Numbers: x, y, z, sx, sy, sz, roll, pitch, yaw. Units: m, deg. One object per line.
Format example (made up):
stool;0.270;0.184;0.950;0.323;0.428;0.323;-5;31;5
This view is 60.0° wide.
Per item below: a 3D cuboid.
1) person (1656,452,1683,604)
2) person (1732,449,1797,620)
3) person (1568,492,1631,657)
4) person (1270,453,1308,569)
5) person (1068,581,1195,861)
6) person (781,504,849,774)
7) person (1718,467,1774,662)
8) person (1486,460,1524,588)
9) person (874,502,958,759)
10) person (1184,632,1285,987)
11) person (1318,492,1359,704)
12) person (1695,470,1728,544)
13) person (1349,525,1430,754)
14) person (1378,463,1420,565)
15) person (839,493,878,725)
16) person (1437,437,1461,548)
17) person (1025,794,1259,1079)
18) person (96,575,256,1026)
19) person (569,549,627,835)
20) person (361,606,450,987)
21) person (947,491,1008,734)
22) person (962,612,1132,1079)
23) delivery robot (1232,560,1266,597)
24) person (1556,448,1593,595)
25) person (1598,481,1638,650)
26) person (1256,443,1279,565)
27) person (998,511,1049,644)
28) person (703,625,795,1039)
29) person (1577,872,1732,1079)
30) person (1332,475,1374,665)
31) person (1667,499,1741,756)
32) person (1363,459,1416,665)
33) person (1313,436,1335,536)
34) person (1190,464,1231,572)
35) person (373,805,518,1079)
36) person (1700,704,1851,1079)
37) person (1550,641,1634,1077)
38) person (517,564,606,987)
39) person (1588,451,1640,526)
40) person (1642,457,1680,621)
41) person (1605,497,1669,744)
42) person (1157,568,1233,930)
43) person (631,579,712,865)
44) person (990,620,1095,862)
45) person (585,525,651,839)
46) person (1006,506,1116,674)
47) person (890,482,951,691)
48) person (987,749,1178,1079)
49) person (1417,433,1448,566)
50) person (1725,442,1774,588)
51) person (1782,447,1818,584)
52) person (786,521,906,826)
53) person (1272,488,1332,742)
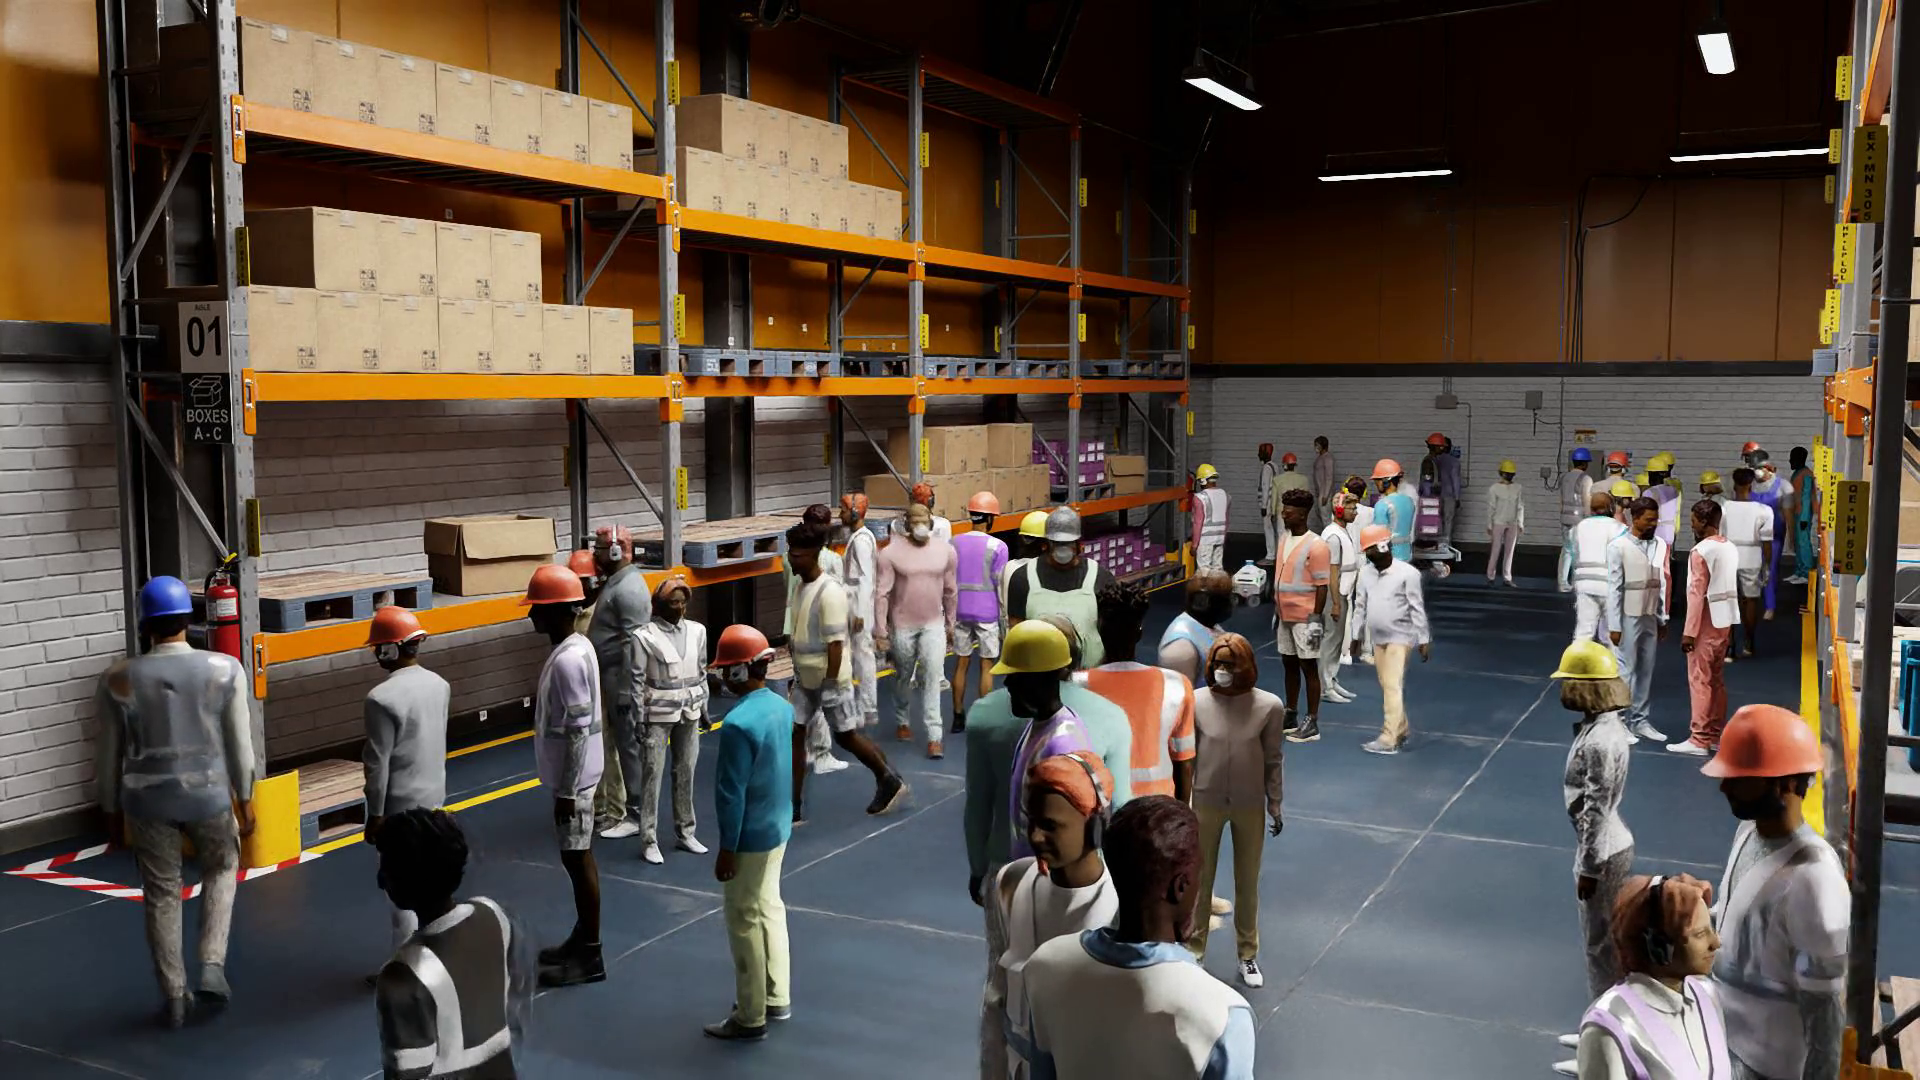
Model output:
person;8.769;-0.136;20.743;0.594;1.926;0.367;-5;7;-42
person;9.385;-0.071;19.442;0.781;2.000;0.537;4;7;38
person;5.776;0.472;14.926;0.887;1.792;0.655;-5;7;-42
person;4.892;-0.421;24.726;0.574;1.749;0.335;0;5;2
person;0.653;1.145;6.746;0.608;1.966;0.372;-1;5;-8
person;-1.050;0.700;11.850;0.592;1.911;0.386;5;7;44
person;7.827;0.235;16.733;0.610;1.935;0.852;2;6;23
person;7.381;-0.215;22.512;0.525;1.755;0.359;-2;6;-17
person;-0.330;0.652;12.519;0.658;1.890;1.017;-1;5;-12
person;1.229;1.230;7.611;0.507;1.631;0.278;0;5;4
person;3.256;0.498;14.440;0.389;1.837;0.560;2;6;18
person;8.997;0.031;19.976;0.323;1.735;0.483;-2;6;-19
person;3.183;0.742;12.490;0.709;1.697;0.627;-4;6;-35
person;5.093;0.013;19.516;0.779;1.853;0.661;-4;6;-33
person;-0.820;0.556;13.527;0.337;1.882;0.584;0;5;-5
person;7.709;-0.679;26.533;0.372;1.940;0.631;-4;7;-39
person;0.378;1.476;3.442;0.392;1.920;0.590;-5;7;-44
person;-3.392;1.117;7.214;0.632;1.928;0.457;-2;6;-19
person;-2.264;0.927;10.246;0.346;1.747;0.573;-5;7;-42
person;-2.570;1.173;7.660;0.345;1.744;0.557;1;5;13
person;0.154;0.580;13.067;0.549;1.925;0.384;3;6;28
person;0.372;1.227;6.255;0.744;1.908;0.470;0;5;3
delivery robot;3.609;0.496;20.747;0.477;0.478;0.707;2;5;18
person;8.140;-0.248;21.938;0.413;1.937;0.607;-1;5;-15
person;6.822;0.270;17.236;0.328;1.767;0.530;2;6;16
person;4.723;-0.548;25.475;0.355;1.876;0.574;2;6;20
person;0.490;0.767;11.089;0.387;1.920;0.587;-4;7;-36
person;-0.902;1.226;7.096;0.351;1.738;0.575;2;6;16
person;1.598;1.574;3.850;0.522;1.645;0.306;-4;7;-40
person;3.882;0.296;16.405;0.521;1.870;0.319;-1;5;-10
person;5.599;0.650;12.419;0.600;1.908;0.400;-5;7;-43
person;4.200;0.225;16.315;0.606;2.035;0.404;-5;7;-44
person;5.934;-0.741;27.219;0.372;1.936;0.627;0;5;-1
person;2.946;0.005;19.764;0.586;1.827;0.404;-5;7;-41
person;-1.262;1.510;4.303;0.547;1.681;0.538;2;6;16
person;2.237;1.385;4.632;0.963;1.892;0.556;1;5;13
person;2.532;1.269;6.688;0.341;1.733;0.488;2;6;22
person;-1.832;1.074;7.668;0.376;1.935;0.550;-1;5;-12
person;7.680;-0.048;19.511;0.620;1.985;0.408;5;7;45
person;8.066;0.000;19.279;0.587;1.928;0.363;-4;6;-34
person;5.207;0.612;12.827;0.602;1.906;0.411;-3;6;-29
person;1.217;1.051;8.511;0.430;1.834;0.642;2;6;23
person;-1.676;1.038;9.652;0.525;1.636;0.307;-5;7;-42
person;0.303;1.239;5.992;0.396;1.920;0.586;0;5;-3
person;-2.094;0.857;10.177;0.402;1.906;0.652;-2;6;-17
person;0.617;0.795;10.117;0.681;2.000;0.535;0;5;4
person;-0.344;0.424;14.957;0.575;1.882;0.360;1;5;15
person;0.294;1.440;4.098;0.344;1.877;0.573;-5;7;-44
person;7.216;-0.617;25.375;0.418;2.035;0.609;2;6;24
person;10.704;-0.337;22.563;0.622;1.989;0.399;2;6;19
person;11.685;-0.341;23.083;0.397;1.910;0.587;1;5;10
person;-0.785;0.831;10.396;0.967;1.924;0.635;-3;6;-32
person;2.619;0.573;12.899;0.368;1.967;0.600;-2;6;-21
